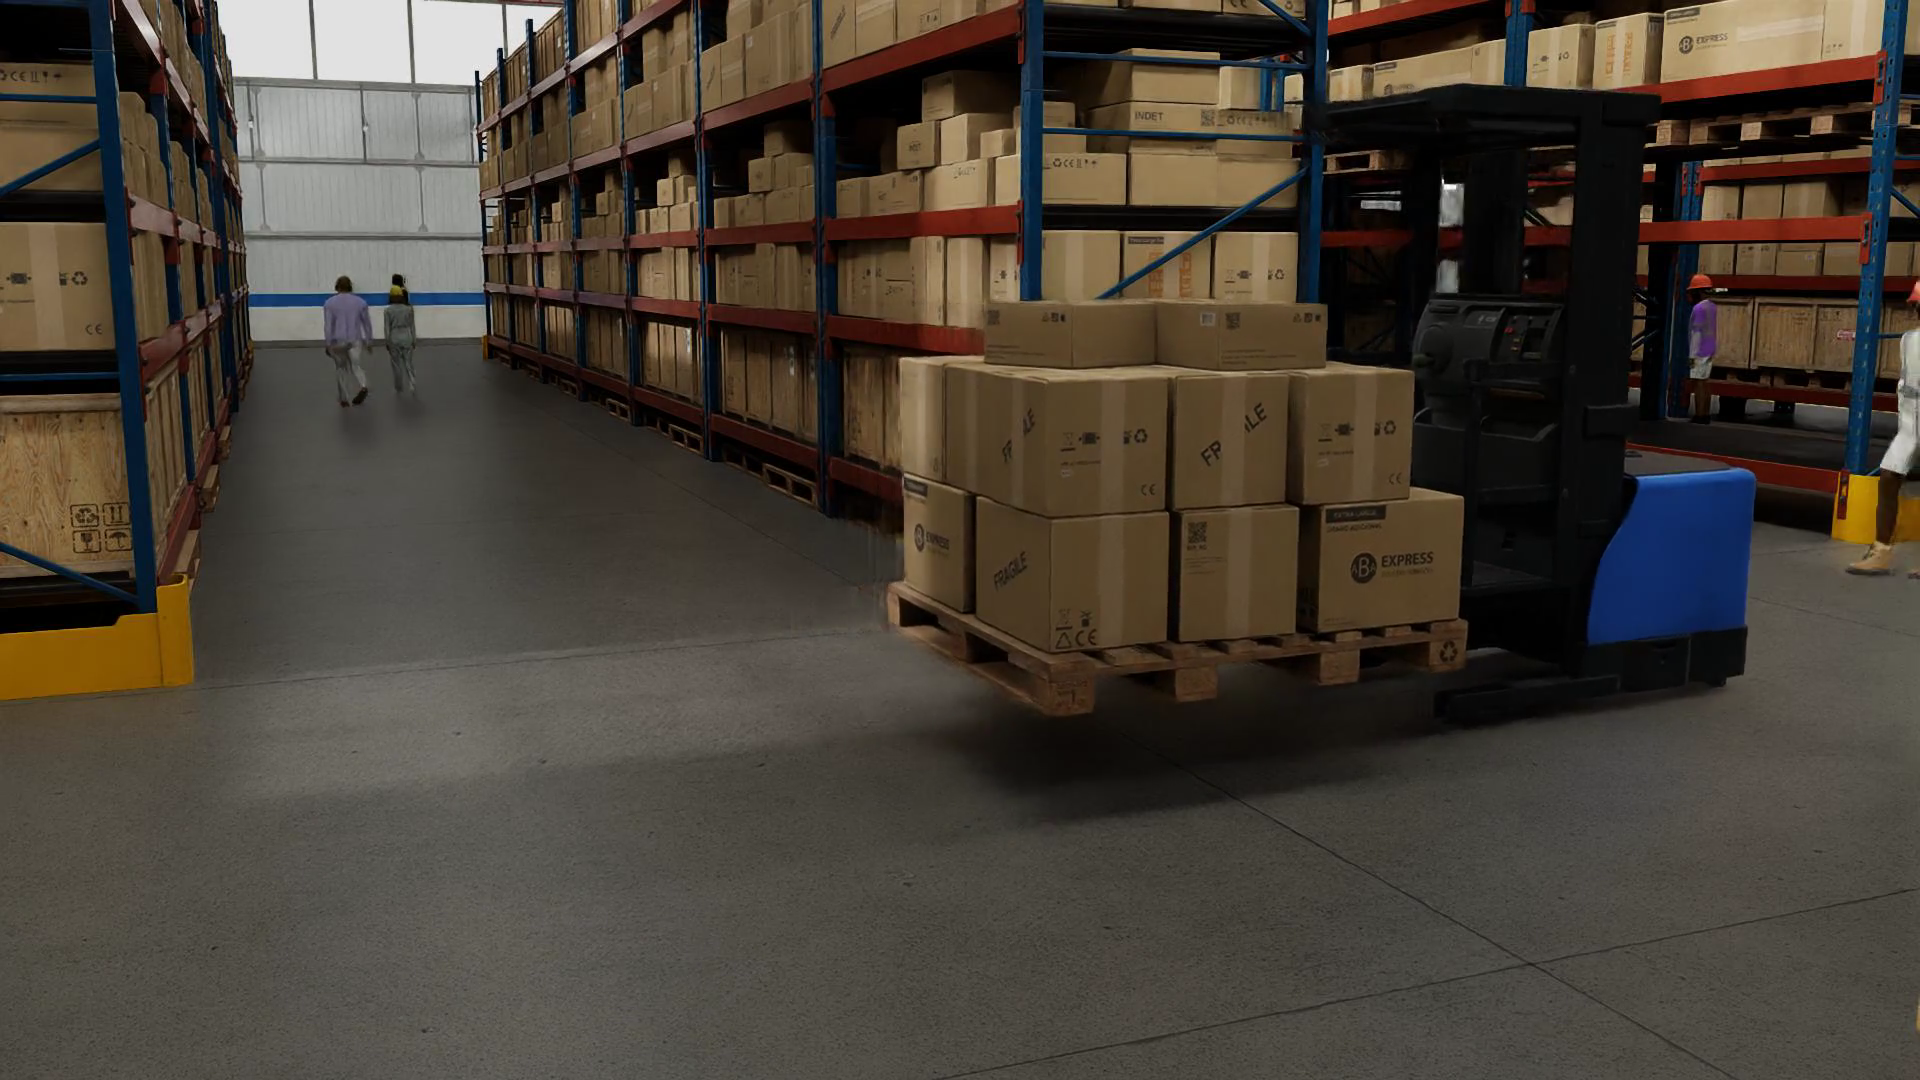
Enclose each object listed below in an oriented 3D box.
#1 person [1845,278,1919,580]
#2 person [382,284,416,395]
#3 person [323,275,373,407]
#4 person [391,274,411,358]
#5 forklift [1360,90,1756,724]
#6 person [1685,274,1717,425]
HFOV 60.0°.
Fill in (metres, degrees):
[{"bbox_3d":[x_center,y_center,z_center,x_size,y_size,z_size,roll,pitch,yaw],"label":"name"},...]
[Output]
[{"bbox_3d":[6.175,-0.711,10.729,0.832,2.016,0.611,-4,10,-21],"label":"person"},{"bbox_3d":[-8.747,-3.123,25.988,0.501,1.727,0.525,-6,11,-34],"label":"person"},{"bbox_3d":[-8.696,-2.823,23.711,0.673,1.907,0.768,-6,11,-31],"label":"person"},{"bbox_3d":[-12.138,-4.834,35.996,0.509,1.827,0.635,-4,10,-22],"label":"person"},{"bbox_3d":[2.804,-0.689,7.988,1.873,2.768,1.129,-4,10,-23],"label":"forklift"},{"bbox_3d":[9.200,-2.337,20.738,0.413,1.928,0.541,8,12,40],"label":"person"}]
